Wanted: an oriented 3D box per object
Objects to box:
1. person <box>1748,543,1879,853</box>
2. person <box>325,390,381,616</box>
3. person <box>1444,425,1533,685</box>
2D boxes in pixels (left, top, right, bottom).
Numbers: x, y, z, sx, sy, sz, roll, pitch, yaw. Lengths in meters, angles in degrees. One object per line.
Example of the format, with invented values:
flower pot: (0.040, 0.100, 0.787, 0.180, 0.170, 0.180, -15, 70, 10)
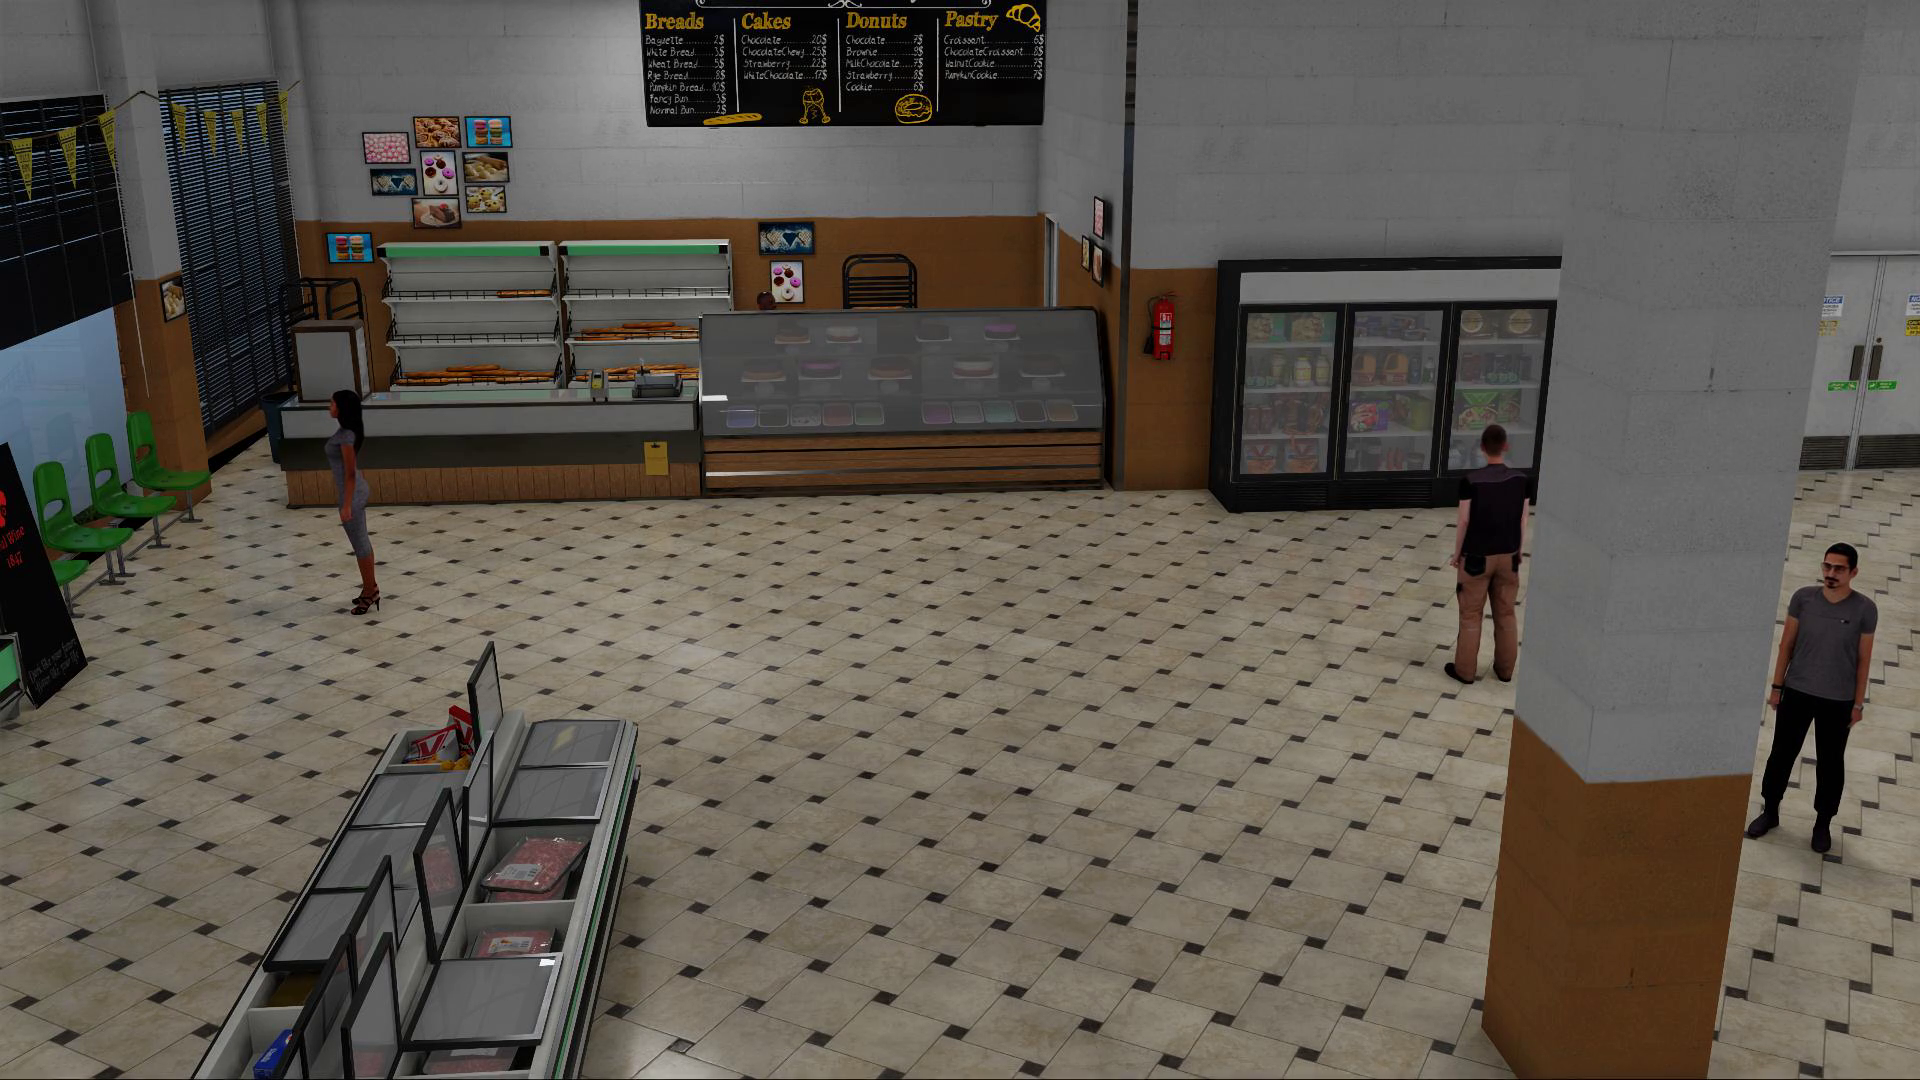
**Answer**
person: (4.792, 0.852, 9.275, 0.695, 1.754, 0.740, 12, 21, 34)
person: (-4.744, -0.304, 13.036, 0.669, 1.781, 0.495, -4, 17, -13)
person: (3.696, 0.098, 11.610, 0.666, 1.840, 0.561, -2, 17, -6)
